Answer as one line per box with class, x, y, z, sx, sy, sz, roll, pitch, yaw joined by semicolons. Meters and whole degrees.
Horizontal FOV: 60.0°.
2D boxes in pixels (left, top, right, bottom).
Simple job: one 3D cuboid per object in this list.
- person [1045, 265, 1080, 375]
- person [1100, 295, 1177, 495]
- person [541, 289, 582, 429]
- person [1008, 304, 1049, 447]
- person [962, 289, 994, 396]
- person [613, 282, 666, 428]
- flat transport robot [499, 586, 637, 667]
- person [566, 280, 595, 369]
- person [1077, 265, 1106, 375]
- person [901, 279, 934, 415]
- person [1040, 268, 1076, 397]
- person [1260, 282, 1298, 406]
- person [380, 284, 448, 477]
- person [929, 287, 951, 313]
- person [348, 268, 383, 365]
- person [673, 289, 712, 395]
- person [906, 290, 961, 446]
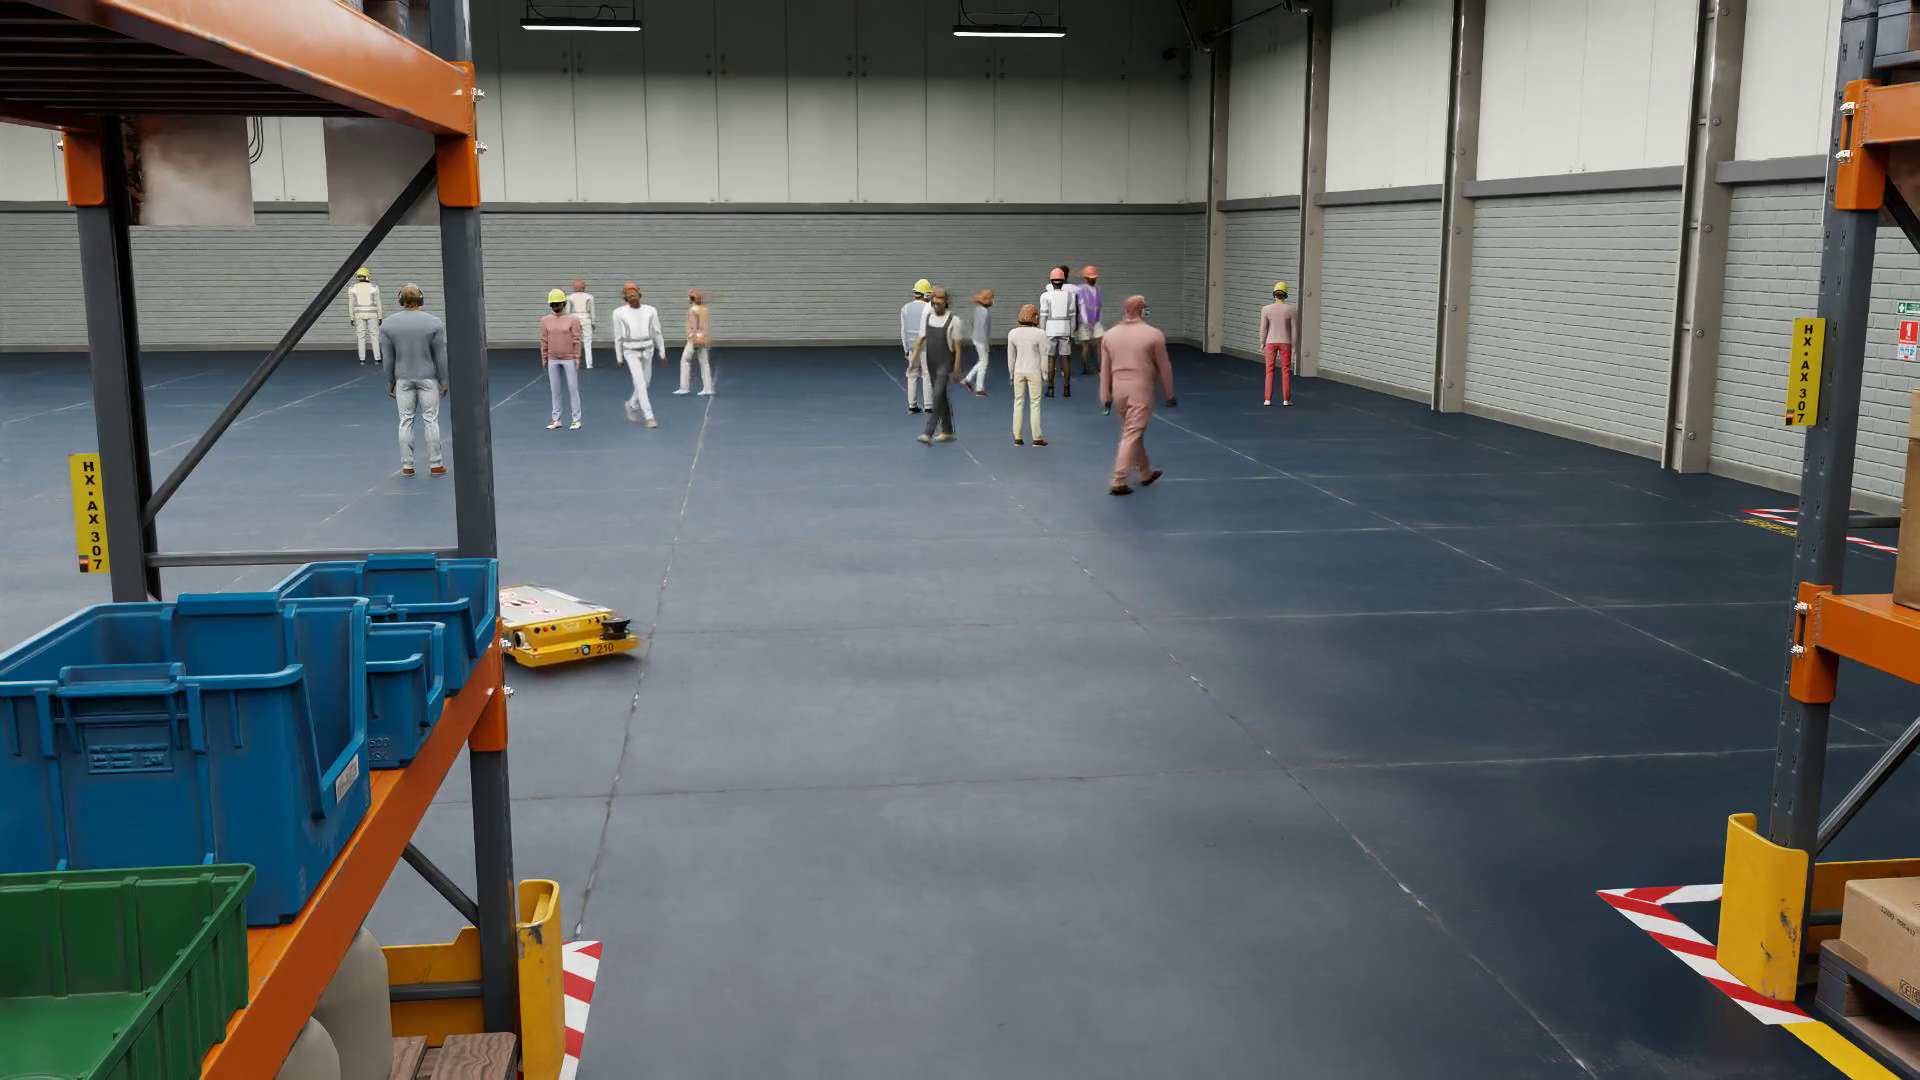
person;1.756;-3.805;28.894;0.650;1.907;0.459;0;10;-2
person;1.689;-1.376;15.742;0.637;1.851;1.013;9;14;40
person;-4.993;-2.256;20.819;0.526;1.761;0.333;1;10;7
person;0.788;-1.889;19.140;0.497;1.634;0.278;5;12;26
person;0.309;-2.984;25.190;0.409;1.612;0.543;-3;11;-15
person;-4.116;-2.372;21.229;0.631;1.849;0.906;-6;12;-28
flat transport robot;-2.570;0.481;9.892;0.652;0.197;1.431;-9;13;-40
person;-6.899;-3.915;30.282;0.514;1.633;0.317;-1;10;-6
person;2.310;-3.794;28.837;0.552;1.903;0.658;-7;12;-33
person;-0.508;-2.611;22.558;0.600;1.831;0.404;7;12;34
person;1.460;-3.109;25.003;0.550;1.933;0.375;-1;10;-8
person;4.542;-2.785;23.694;0.534;1.767;0.319;3;11;14
person;-5.451;-1.592;16.679;0.630;1.940;0.372;-1;10;-8
person;-0.424;-3.281;26.867;0.524;1.602;0.811;-3;11;-15
person;-11.204;-4.217;31.385;0.586;1.825;0.404;-3;11;-13
person;-4.089;-2.997;25.281;0.699;1.614;0.521;3;11;16
person;-0.305;-1.990;19.256;0.544;1.785;0.929;8;13;36
